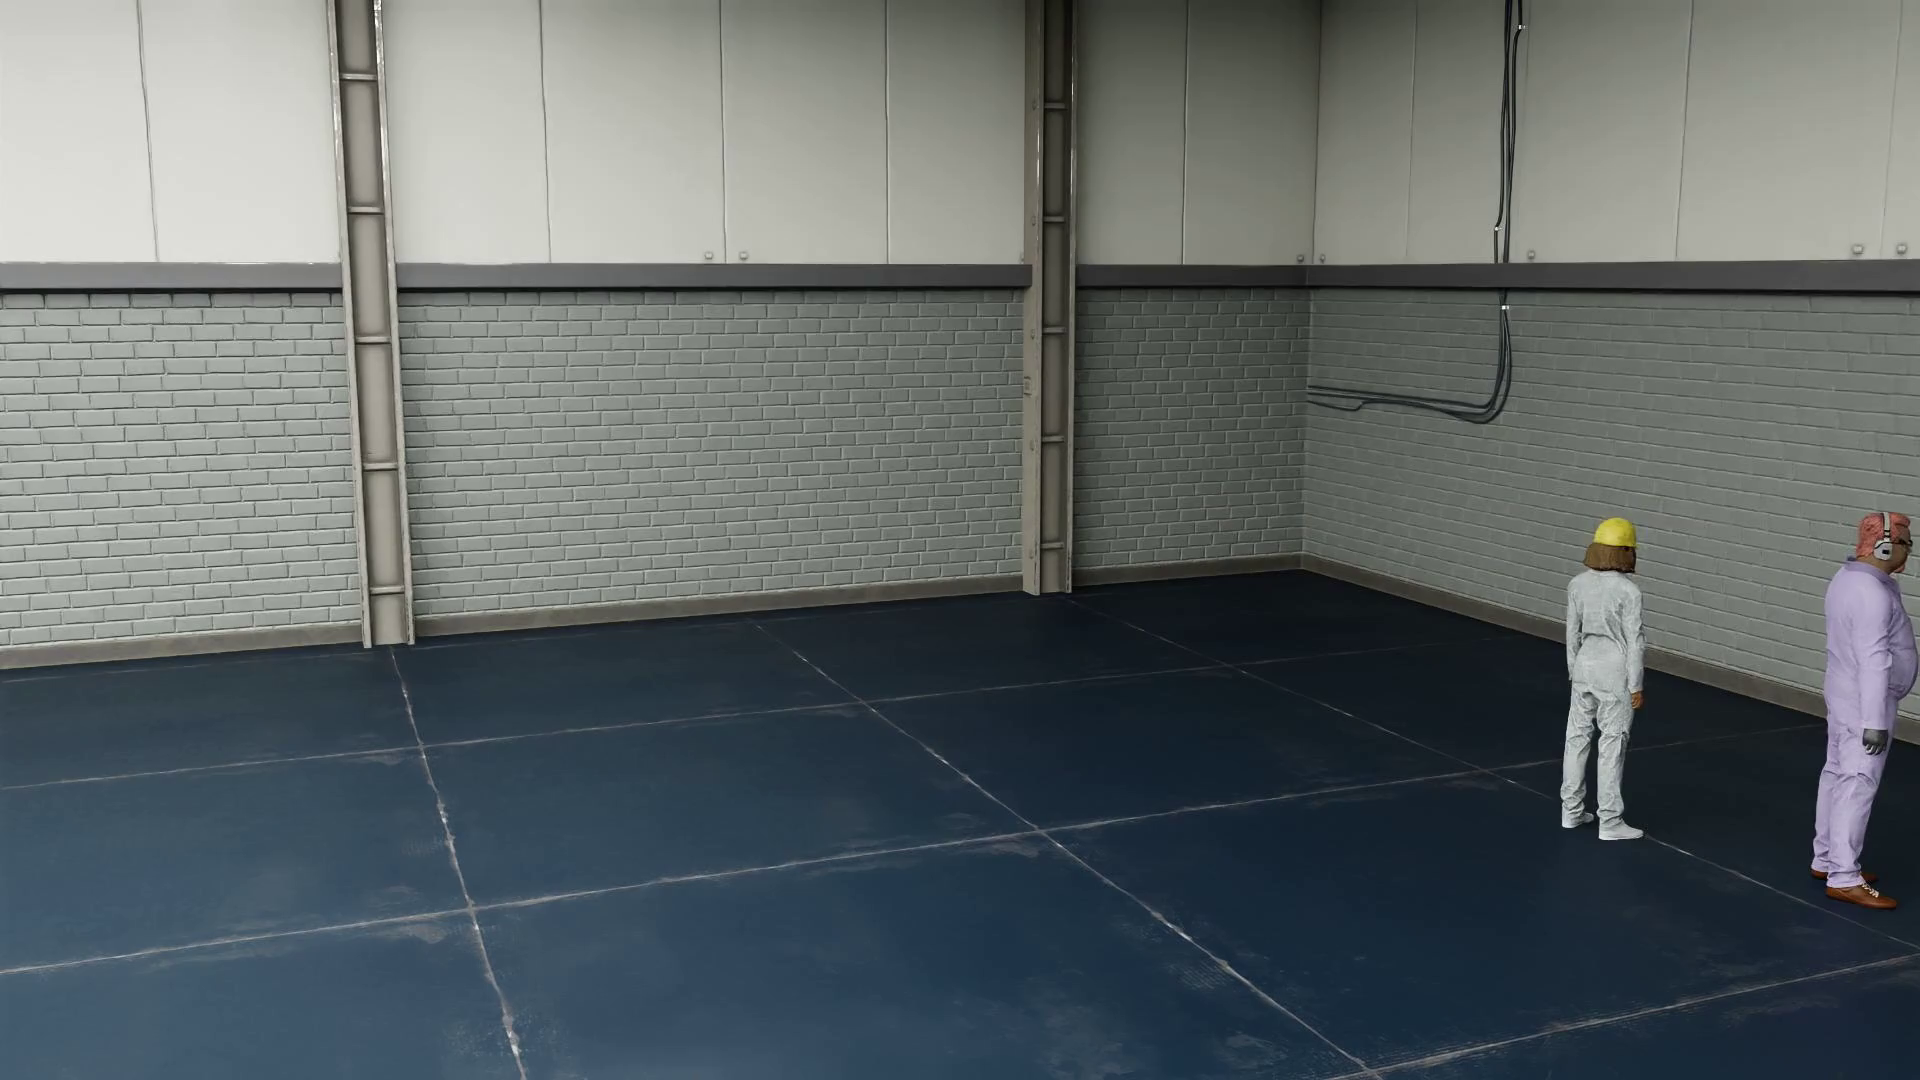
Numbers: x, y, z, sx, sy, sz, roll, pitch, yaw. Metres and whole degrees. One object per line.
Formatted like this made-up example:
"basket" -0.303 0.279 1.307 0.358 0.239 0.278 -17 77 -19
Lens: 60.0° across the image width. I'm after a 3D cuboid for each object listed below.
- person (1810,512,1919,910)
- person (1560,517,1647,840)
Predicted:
"person" 4.408 0.807 8.075 0.407 1.904 0.654 3 9 16
"person" 3.494 0.743 8.992 0.302 1.742 0.486 -5 10 -29
